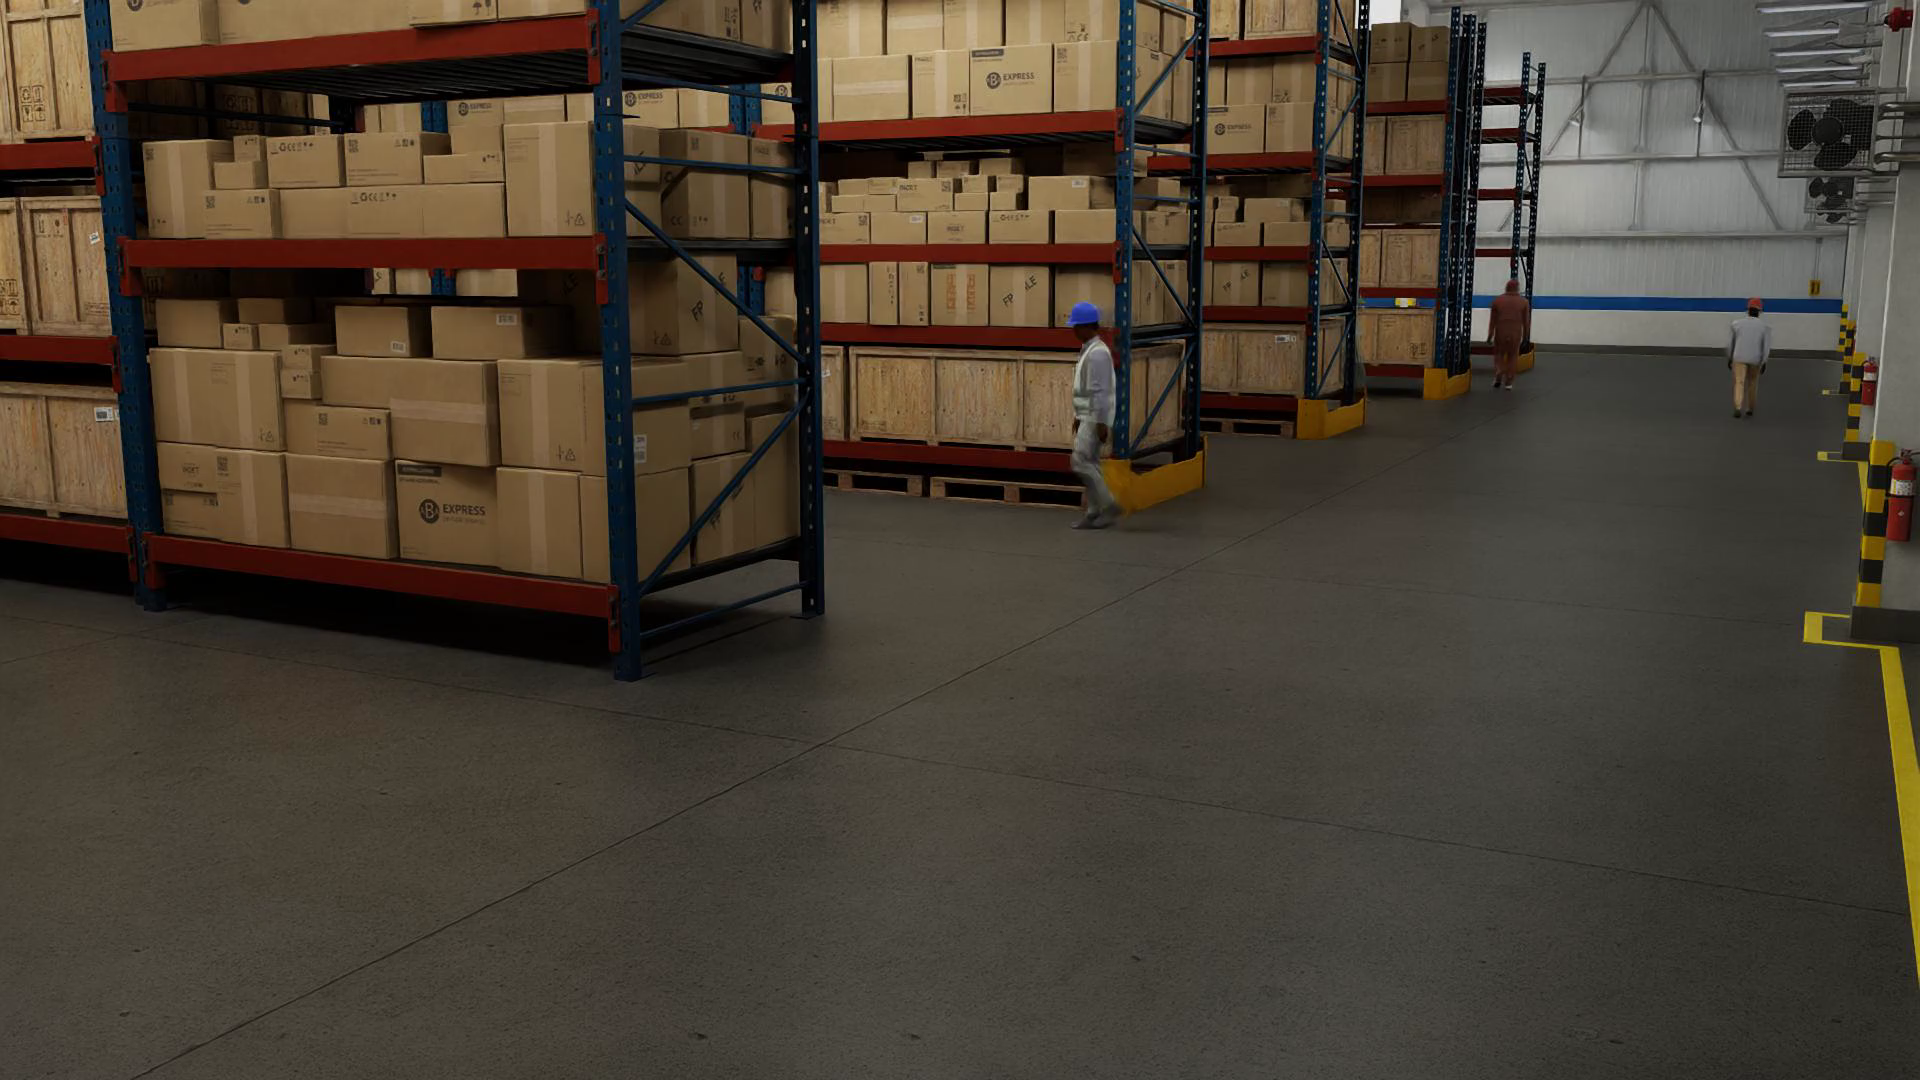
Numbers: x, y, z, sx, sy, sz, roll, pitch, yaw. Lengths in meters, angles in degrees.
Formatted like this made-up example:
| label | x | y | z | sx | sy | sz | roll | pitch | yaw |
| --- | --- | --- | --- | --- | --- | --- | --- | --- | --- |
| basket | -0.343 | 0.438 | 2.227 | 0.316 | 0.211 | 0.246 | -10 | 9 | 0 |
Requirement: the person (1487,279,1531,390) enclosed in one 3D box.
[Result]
| label | x | y | z | sx | sy | sz | roll | pitch | yaw |
| --- | --- | --- | --- | --- | --- | --- | --- | --- | --- |
| person | 9.397 | -3.516 | 28.461 | 0.688 | 1.885 | 0.593 | 4 | 10 | 21 |

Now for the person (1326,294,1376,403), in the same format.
| label | x | y | z | sx | sy | sz | roll | pitch | yaw |
| --- | --- | --- | --- | --- | --- | --- | --- | --- | --- |
| person | 6.038 | -2.985 | 25.923 | 0.830 | 1.710 | 0.486 | 4 | 11 | 23 |

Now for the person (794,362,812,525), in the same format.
| label | x | y | z | sx | sy | sz | roll | pitch | yaw |
| --- | --- | --- | --- | --- | --- | --- | --- | --- | --- |
| person | -1.663 | -1.011 | 14.297 | 0.936 | 1.772 | 0.607 | 3 | 10 | 19 |

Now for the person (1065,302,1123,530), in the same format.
| label | x | y | z | sx | sy | sz | roll | pitch | yaw |
| --- | --- | --- | --- | --- | --- | --- | --- | --- | --- |
| person | 1.088 | -1.023 | 13.929 | 0.445 | 1.926 | 0.638 | 0 | 10 | -3 |

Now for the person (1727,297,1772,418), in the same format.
| label | x | y | z | sx | sy | sz | roll | pitch | yaw |
| --- | --- | --- | --- | --- | --- | --- | --- | --- | --- |
| person | 11.192 | -2.588 | 23.621 | 0.551 | 1.711 | 0.882 | 4 | 11 | 24 |
